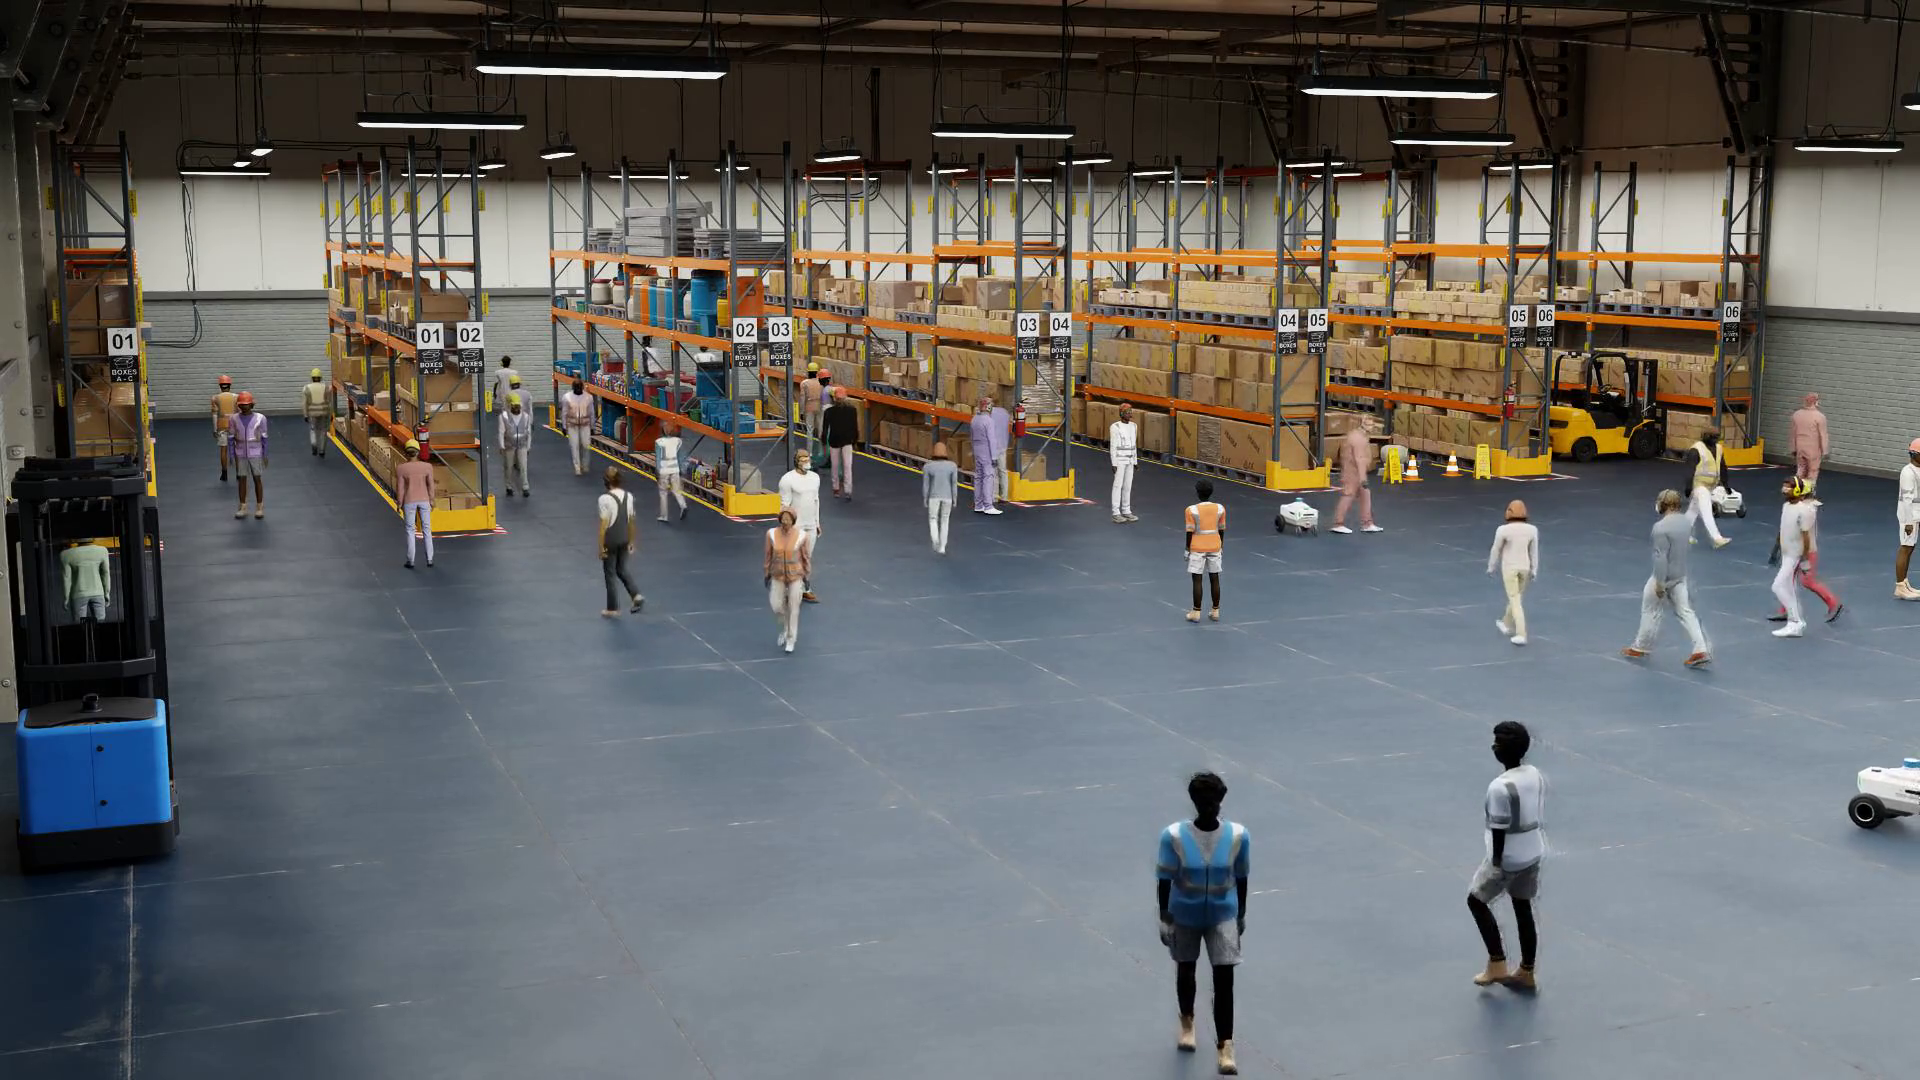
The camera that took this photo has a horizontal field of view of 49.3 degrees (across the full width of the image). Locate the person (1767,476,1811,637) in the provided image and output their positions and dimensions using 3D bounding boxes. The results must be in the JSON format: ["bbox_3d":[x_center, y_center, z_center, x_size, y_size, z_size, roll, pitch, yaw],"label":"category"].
[{"bbox_3d":[9.452,0.184,23.909,0.429,1.854,0.522,0,9,3],"label":"person"}]

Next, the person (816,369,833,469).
[{"bbox_3d":[-2.603,-2.359,40.632,0.384,1.930,0.540,2,9,12],"label":"person"}]

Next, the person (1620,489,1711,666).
[{"bbox_3d":[7.614,0.396,22.376,0.647,1.901,1.014,-7,11,-39],"label":"person"}]

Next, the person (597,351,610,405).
[{"bbox_3d":[-8.810,-3.884,51.878,0.316,1.592,0.588,-7,11,-40],"label":"person"}]

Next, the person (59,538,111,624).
[{"bbox_3d":[-9.111,0.604,21.833,0.500,1.633,0.280,-7,11,-39],"label":"person"}]

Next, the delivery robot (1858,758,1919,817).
[{"bbox_3d":[7.391,1.945,16.298,0.477,0.478,0.707,-8,12,-44],"label":"delivery robot"}]

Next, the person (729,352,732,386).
[{"bbox_3d":[-5.001,-3.099,45.426,0.361,1.961,0.613,0,9,1],"label":"person"}]

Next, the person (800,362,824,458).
[{"bbox_3d":[-2.959,-2.633,42.428,0.591,1.930,0.353,-3,9,-22],"label":"person"}]

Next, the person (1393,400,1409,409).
[{"bbox_3d":[9.583,-2.985,45.109,0.641,1.824,0.487,-3,9,-19],"label":"person"}]

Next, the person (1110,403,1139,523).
[{"bbox_3d":[2.612,-1.229,33.226,0.582,1.882,0.351,-8,12,-43],"label":"person"}]

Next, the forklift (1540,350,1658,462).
[{"bbox_3d":[12.897,-2.725,42.309,2.313,2.155,1.214,-3,9,-21],"label":"forklift"}]

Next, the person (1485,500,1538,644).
[{"bbox_3d":[6.241,0.342,23.703,0.515,1.587,0.843,-2,9,-16],"label":"person"}]

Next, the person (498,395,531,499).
[{"bbox_3d":[-7.682,-1.619,36.177,0.605,1.784,0.954,-4,9,-23],"label":"person"}]

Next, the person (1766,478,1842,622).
[{"bbox_3d":[10.016,0.123,24.710,0.725,1.727,0.530,0,9,0],"label":"person"}]

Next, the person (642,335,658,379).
[{"bbox_3d":[-8.060,-4.269,53.441,0.823,1.890,0.631,3,9,20],"label":"person"}]

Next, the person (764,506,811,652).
[{"bbox_3d":[-1.897,0.425,23.017,0.537,1.619,0.370,1,9,8],"label":"person"}]

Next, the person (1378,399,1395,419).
[{"bbox_3d":[9.648,-3.236,46.590,0.623,1.884,1.000,-6,10,-35],"label":"person"}]

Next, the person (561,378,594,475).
[{"bbox_3d":[-7.187,-2.127,39.398,0.627,1.827,0.453,-2,9,-15],"label":"person"}]

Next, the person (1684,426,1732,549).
[{"bbox_3d":[10.914,-0.783,30.576,0.638,1.776,0.995,-6,10,-35],"label":"person"}]

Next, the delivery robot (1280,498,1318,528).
[{"bbox_3d":[5.171,-0.402,31.947,0.477,0.478,0.707,-2,9,-16],"label":"delivery robot"}]

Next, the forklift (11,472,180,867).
[{"bbox_3d":[-6.630,0.886,15.957,1.129,2.768,1.873,-3,9,-21],"label":"forklift"}]

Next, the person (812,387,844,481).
[{"bbox_3d":[-2.410,-1.981,38.727,0.670,1.746,0.540,8,12,44],"label":"person"}]

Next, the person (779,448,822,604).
[{"bbox_3d":[-1.972,-0.177,26.030,0.372,1.939,0.629,8,12,43],"label":"person"}]

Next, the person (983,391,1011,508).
[{"bbox_3d":[0.594,-1.511,34.923,0.352,1.937,0.635,7,11,39],"label":"person"}]

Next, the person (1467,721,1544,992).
[{"bbox_3d":[3.354,1.935,12.821,0.542,1.682,0.453,-7,11,-41],"label":"person"}]

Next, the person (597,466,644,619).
[{"bbox_3d":[-4.089,0.034,25.003,0.512,1.832,0.505,7,11,40],"label":"person"}]

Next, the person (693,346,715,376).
[{"bbox_3d":[-6.303,-4.009,51.742,0.552,1.905,0.981,-2,9,-13],"label":"person"}]

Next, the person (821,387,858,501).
[{"bbox_3d":[-2.066,-1.662,35.958,0.642,1.935,1.040,-1,9,-7],"label":"person"}]

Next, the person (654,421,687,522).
[{"bbox_3d":[-4.574,-1.074,33.070,0.519,1.619,0.585,-6,11,-37],"label":"person"}]

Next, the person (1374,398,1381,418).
[{"bbox_3d":[9.752,-3.441,48.474,0.491,1.736,0.325,7,11,41],"label":"person"}]

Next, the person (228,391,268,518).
[{"bbox_3d":[-11.436,-1.370,33.642,0.615,2.038,0.395,-1,9,-6],"label":"person"}]

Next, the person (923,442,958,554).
[{"bbox_3d":[-0.277,-0.588,29.836,0.504,1.620,0.477,-1,9,-5],"label":"person"}]

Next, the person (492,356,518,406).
[{"bbox_3d":[-10.036,-3.137,46.141,0.535,1.830,0.920,-4,9,-26],"label":"person"}]

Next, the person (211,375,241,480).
[{"bbox_3d":[-13.547,-2.078,38.738,0.543,1.928,0.374,-4,9,-22],"label":"person"}]

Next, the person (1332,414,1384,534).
[{"bbox_3d":[6.085,-1.000,31.805,0.870,1.846,0.688,3,9,17],"label":"person"}]

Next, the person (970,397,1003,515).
[{"bbox_3d":[0.436,-1.374,34.118,0.410,1.907,0.642,-5,10,-31],"label":"person"}]

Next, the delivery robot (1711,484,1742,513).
[{"bbox_3d":[12.367,-0.700,33.916,0.477,0.478,0.707,0,9,-4],"label":"delivery robot"}]

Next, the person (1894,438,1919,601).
[{"bbox_3d":[12.012,-0.276,26.369,0.385,2.035,0.605,5,10,32],"label":"person"}]

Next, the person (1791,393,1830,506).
[{"bbox_3d":[14.247,-1.511,35.078,0.425,1.901,0.654,-4,9,-25],"label":"person"}]

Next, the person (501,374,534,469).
[{"bbox_3d":[-8.588,-2.302,40.591,0.623,1.814,0.428,-4,9,-23],"label":"person"}]

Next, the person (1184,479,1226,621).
[{"bbox_3d":[2.902,0.117,24.868,0.533,1.696,0.318,-3,9,-20],"label":"person"}]

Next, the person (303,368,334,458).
[{"bbox_3d":[-13.000,-2.579,42.448,0.596,1.819,0.424,-3,9,-17],"label":"person"}]

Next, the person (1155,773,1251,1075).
[{"bbox_3d":[1.356,2.121,11.640,0.545,1.655,0.869,0,9,1],"label":"person"}]

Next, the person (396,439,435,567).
[{"bbox_3d":[-7.493,-0.504,28.811,0.523,1.760,0.328,-4,9,-25],"label":"person"}]
